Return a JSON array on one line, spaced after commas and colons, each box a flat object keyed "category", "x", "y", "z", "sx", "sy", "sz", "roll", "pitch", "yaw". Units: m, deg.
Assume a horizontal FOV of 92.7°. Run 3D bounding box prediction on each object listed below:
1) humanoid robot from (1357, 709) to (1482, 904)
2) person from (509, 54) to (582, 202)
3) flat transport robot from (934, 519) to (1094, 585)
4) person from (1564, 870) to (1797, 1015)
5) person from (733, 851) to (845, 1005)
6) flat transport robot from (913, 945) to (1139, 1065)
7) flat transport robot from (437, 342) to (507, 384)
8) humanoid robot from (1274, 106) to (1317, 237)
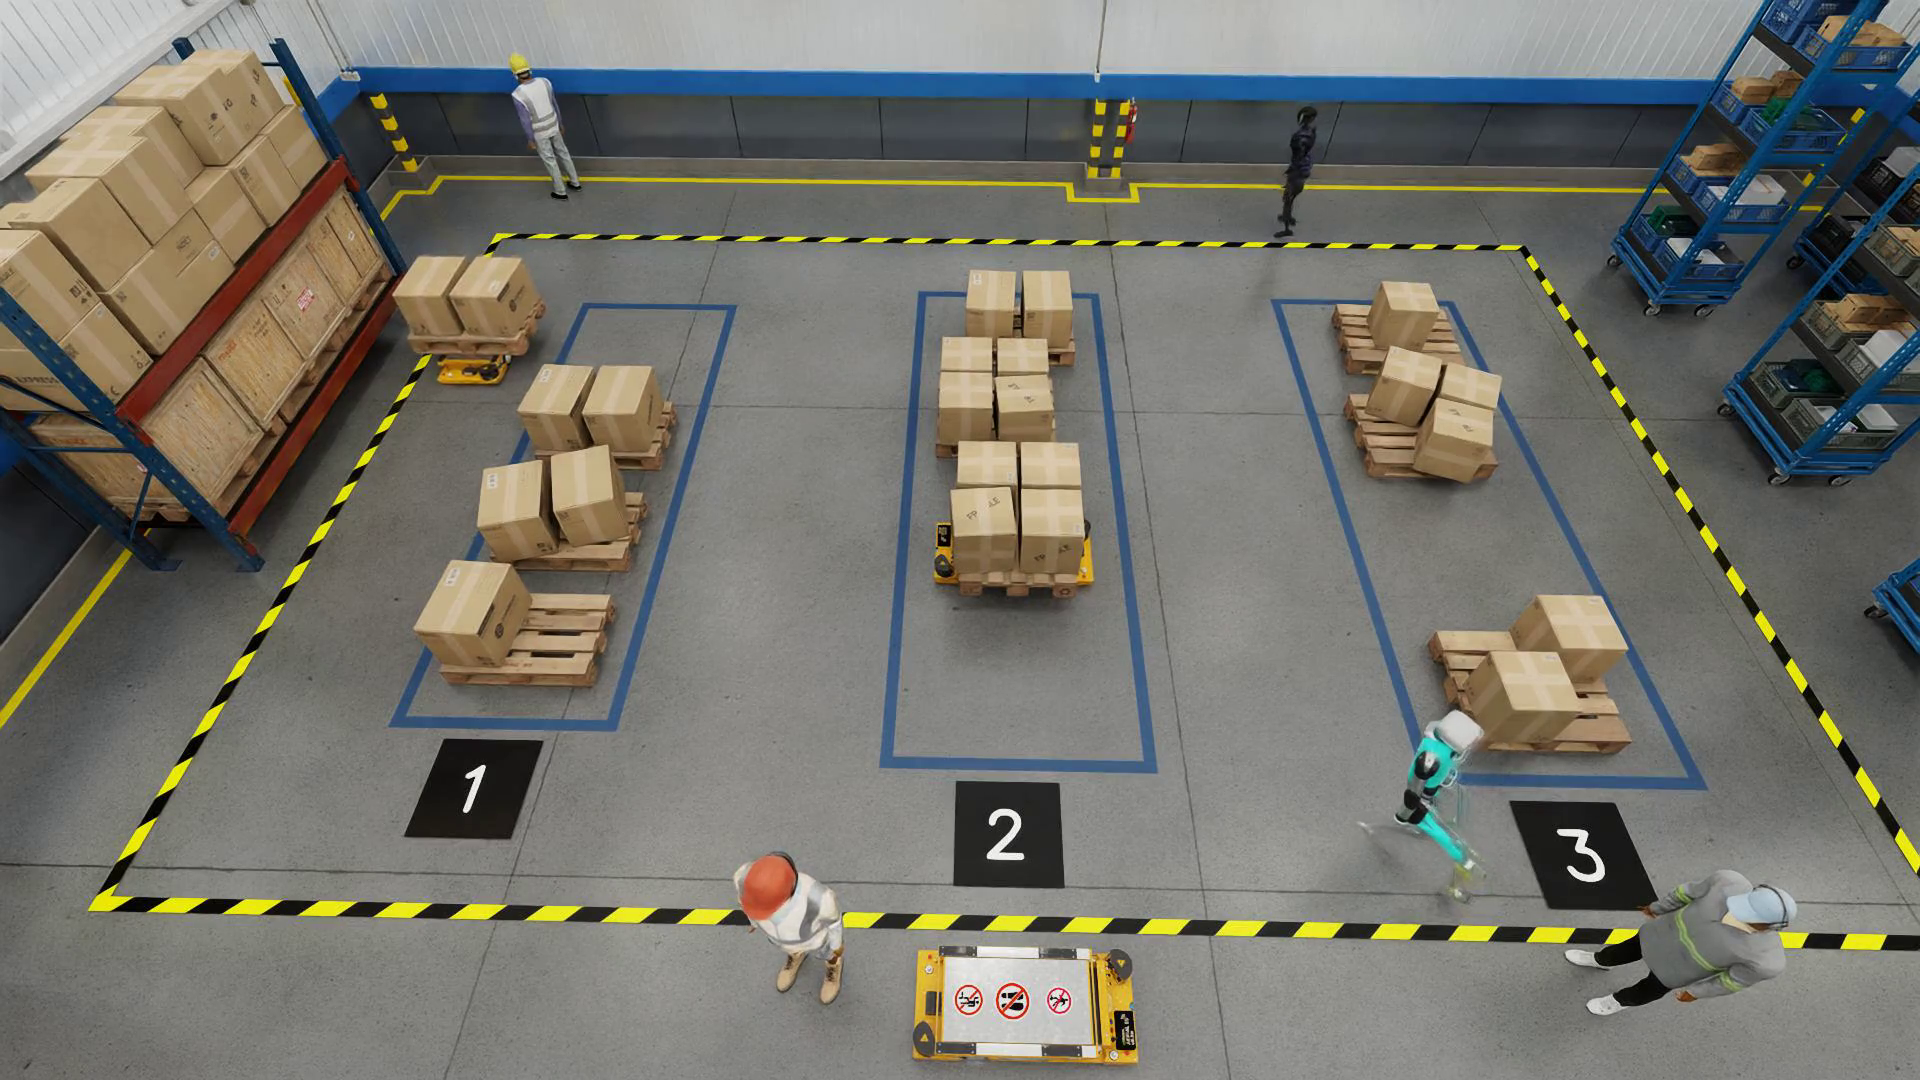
[{"category": "humanoid robot", "x": 3.306, "y": 1.863, "z": 6.051, "sx": 1.019, "sy": 1.767, "sz": 0.552, "roll": 36, "pitch": 59, "yaw": 25}, {"category": "person", "x": -5.359, "y": -5.277, "z": 11.780, "sx": 0.403, "sy": 1.826, "sz": 0.593, "roll": 25, "pitch": 55, "yaw": 19}, {"category": "flat transport robot", "x": 0.490, "y": 0.087, "z": 8.397, "sx": 1.431, "sy": 0.197, "sz": 0.652, "roll": 1, "pitch": 51, "yaw": 1}, {"category": "person", "x": 4.300, "y": 2.434, "z": 5.481, "sx": 0.392, "sy": 1.850, "sz": 0.587, "roll": 0, "pitch": 51, "yaw": 0}, {"category": "person", "x": -0.989, "y": 2.327, "z": 5.446, "sx": 0.615, "sy": 2.039, "sz": 0.379, "roll": 12, "pitch": 52, "yaw": 10}, {"category": "flat transport robot", "x": 0.422, "y": 3.041, "z": 6.007, "sx": 1.431, "sy": 0.231, "sz": 0.659, "roll": 1, "pitch": 51, "yaw": 1}, {"category": "flat transport robot", "x": -5.329, "y": -2.301, "z": 10.344, "sx": 0.652, "sy": 0.197, "sz": 1.431, "roll": 1, "pitch": 51, "yaw": 1}, {"category": "humanoid robot", "x": 4.158, "y": -4.506, "z": 11.259, "sx": 0.419, "sy": 1.640, "sz": 0.617, "roll": 9, "pitch": 51, "yaw": 7}]
